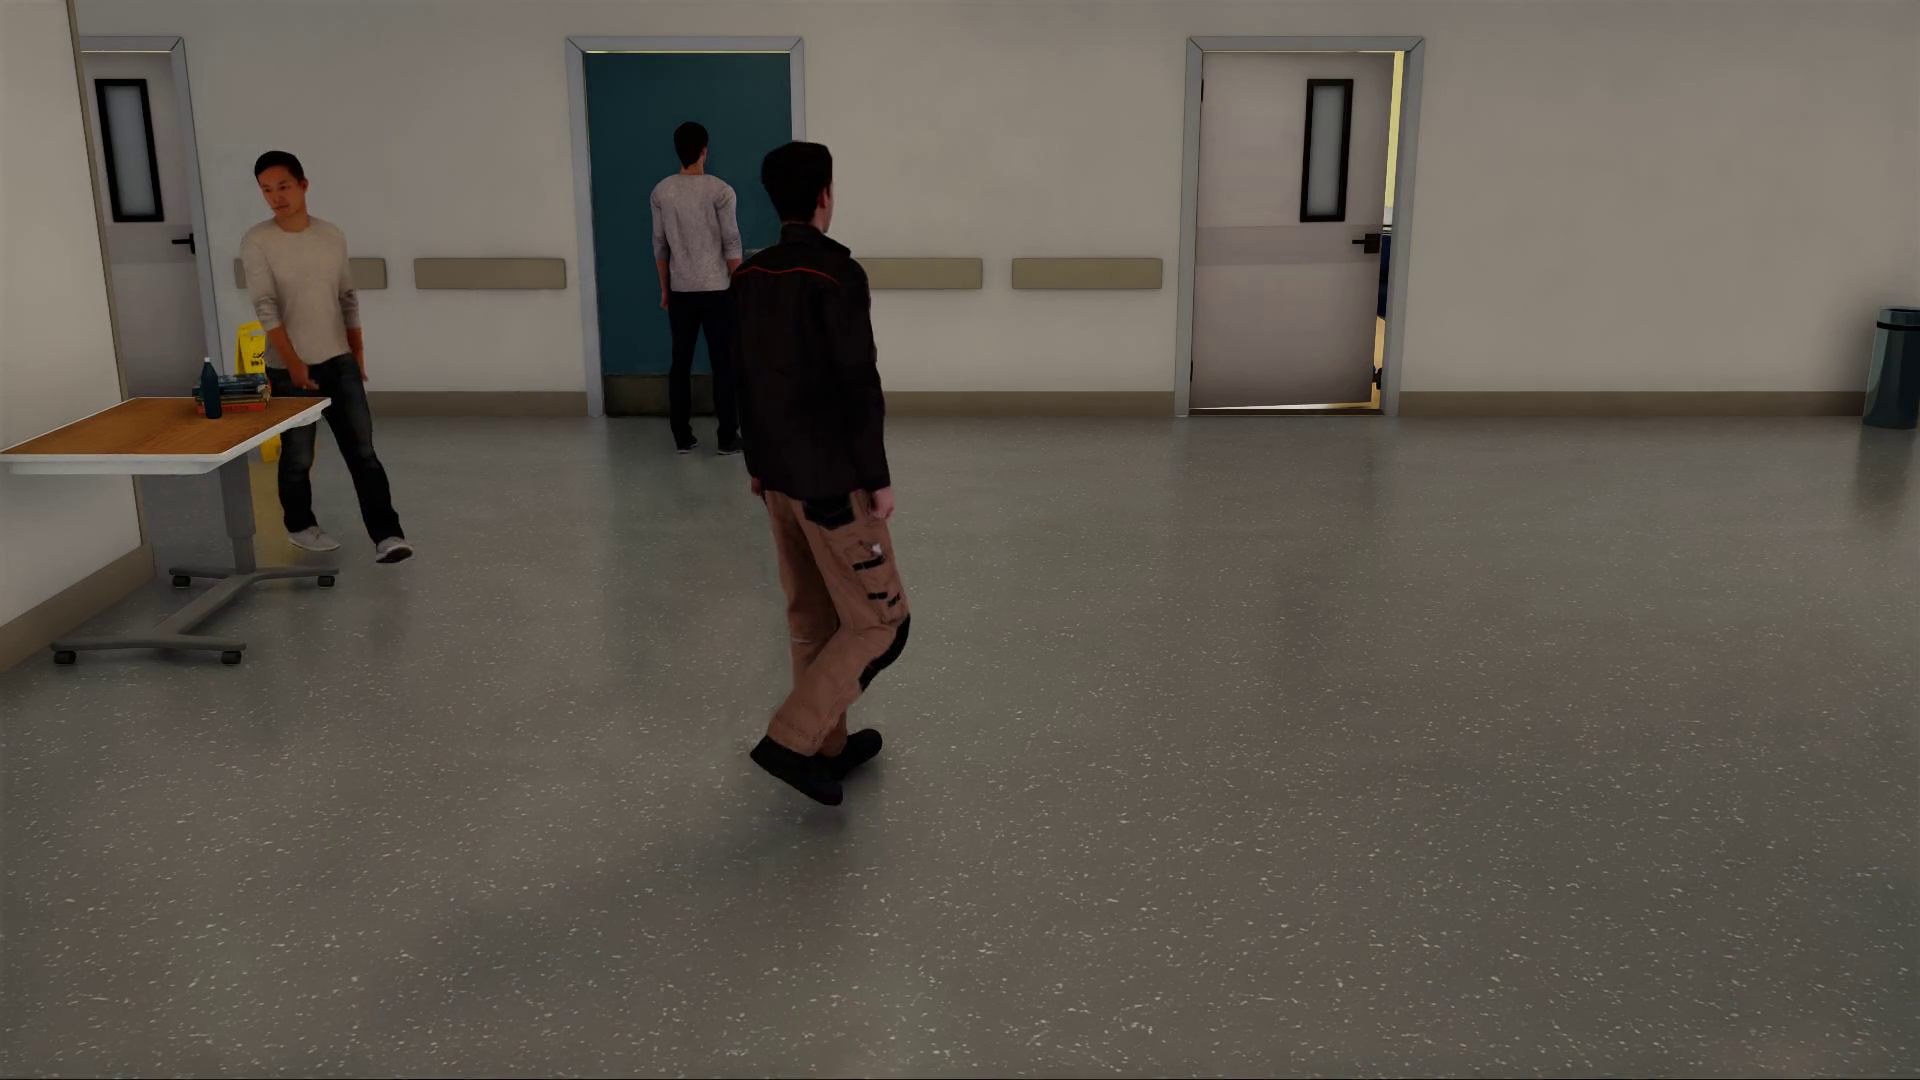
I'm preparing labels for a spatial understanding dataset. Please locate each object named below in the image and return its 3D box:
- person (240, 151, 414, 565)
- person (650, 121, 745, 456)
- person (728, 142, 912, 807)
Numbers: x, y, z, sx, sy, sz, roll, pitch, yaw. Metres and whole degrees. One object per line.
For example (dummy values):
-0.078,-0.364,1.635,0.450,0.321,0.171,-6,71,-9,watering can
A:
-2.837,-0.727,7.108,1.205,1.747,1.131,12,20,36,person
-1.462,-1.403,9.329,0.559,1.843,0.764,4,16,12,person
-0.434,-0.147,4.742,1.027,1.915,1.078,13,20,39,person
